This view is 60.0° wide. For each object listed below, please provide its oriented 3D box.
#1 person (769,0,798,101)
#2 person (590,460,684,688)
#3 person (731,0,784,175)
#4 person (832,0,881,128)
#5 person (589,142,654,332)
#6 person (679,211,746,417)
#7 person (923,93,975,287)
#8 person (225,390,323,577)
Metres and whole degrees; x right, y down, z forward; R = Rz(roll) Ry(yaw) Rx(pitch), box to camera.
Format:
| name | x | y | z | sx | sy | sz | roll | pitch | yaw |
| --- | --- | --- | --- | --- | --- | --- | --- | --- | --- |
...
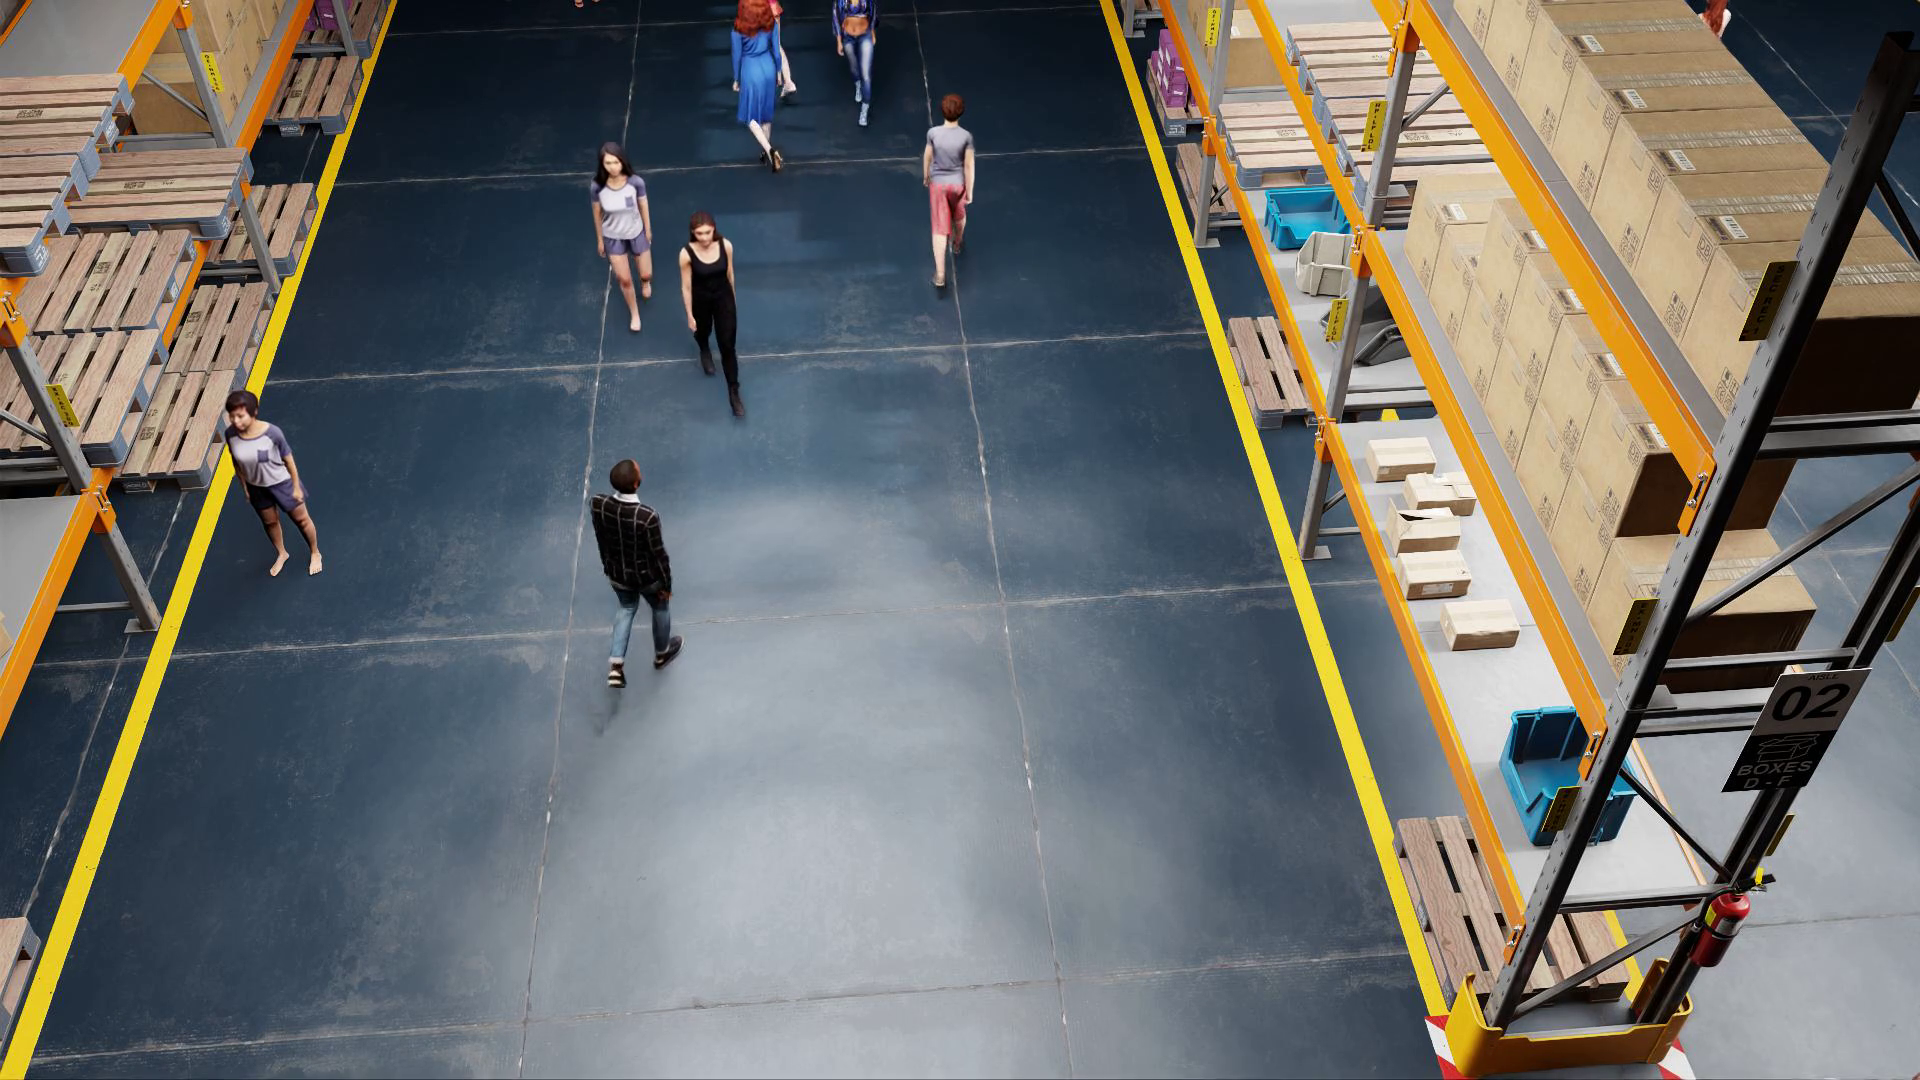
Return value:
| name | x | y | z | sx | sy | sz | roll | pitch | yaw |
| --- | --- | --- | --- | --- | --- | --- | --- | --- | --- |
| person | -1.891 | -5.142 | 16.248 | 0.891 | 1.716 | 1.195 | -23 | 48 | -22 |
| person | -2.099 | 0.266 | 10.509 | 0.903 | 1.803 | 1.077 | 13 | 45 | 14 |
| person | -1.809 | -4.108 | 15.091 | 0.830 | 1.813 | 0.987 | -20 | 47 | -20 |
| person | -1.004 | -4.864 | 16.059 | 0.702 | 1.574 | 1.088 | 3 | 44 | 3 |
| person | -2.726 | -2.518 | 13.511 | 0.633 | 1.692 | 0.766 | -7 | 44 | -7 |
| person | -1.948 | -1.857 | 12.856 | 0.778 | 1.639 | 1.211 | -13 | 45 | -14 |
| person | -0.116 | -2.908 | 13.977 | 0.652 | 1.614 | 1.153 | 0 | 44 | 0 |
| person | -4.715 | -0.403 | 11.383 | 0.584 | 1.565 | 0.553 | 1 | 44 | 1 |
